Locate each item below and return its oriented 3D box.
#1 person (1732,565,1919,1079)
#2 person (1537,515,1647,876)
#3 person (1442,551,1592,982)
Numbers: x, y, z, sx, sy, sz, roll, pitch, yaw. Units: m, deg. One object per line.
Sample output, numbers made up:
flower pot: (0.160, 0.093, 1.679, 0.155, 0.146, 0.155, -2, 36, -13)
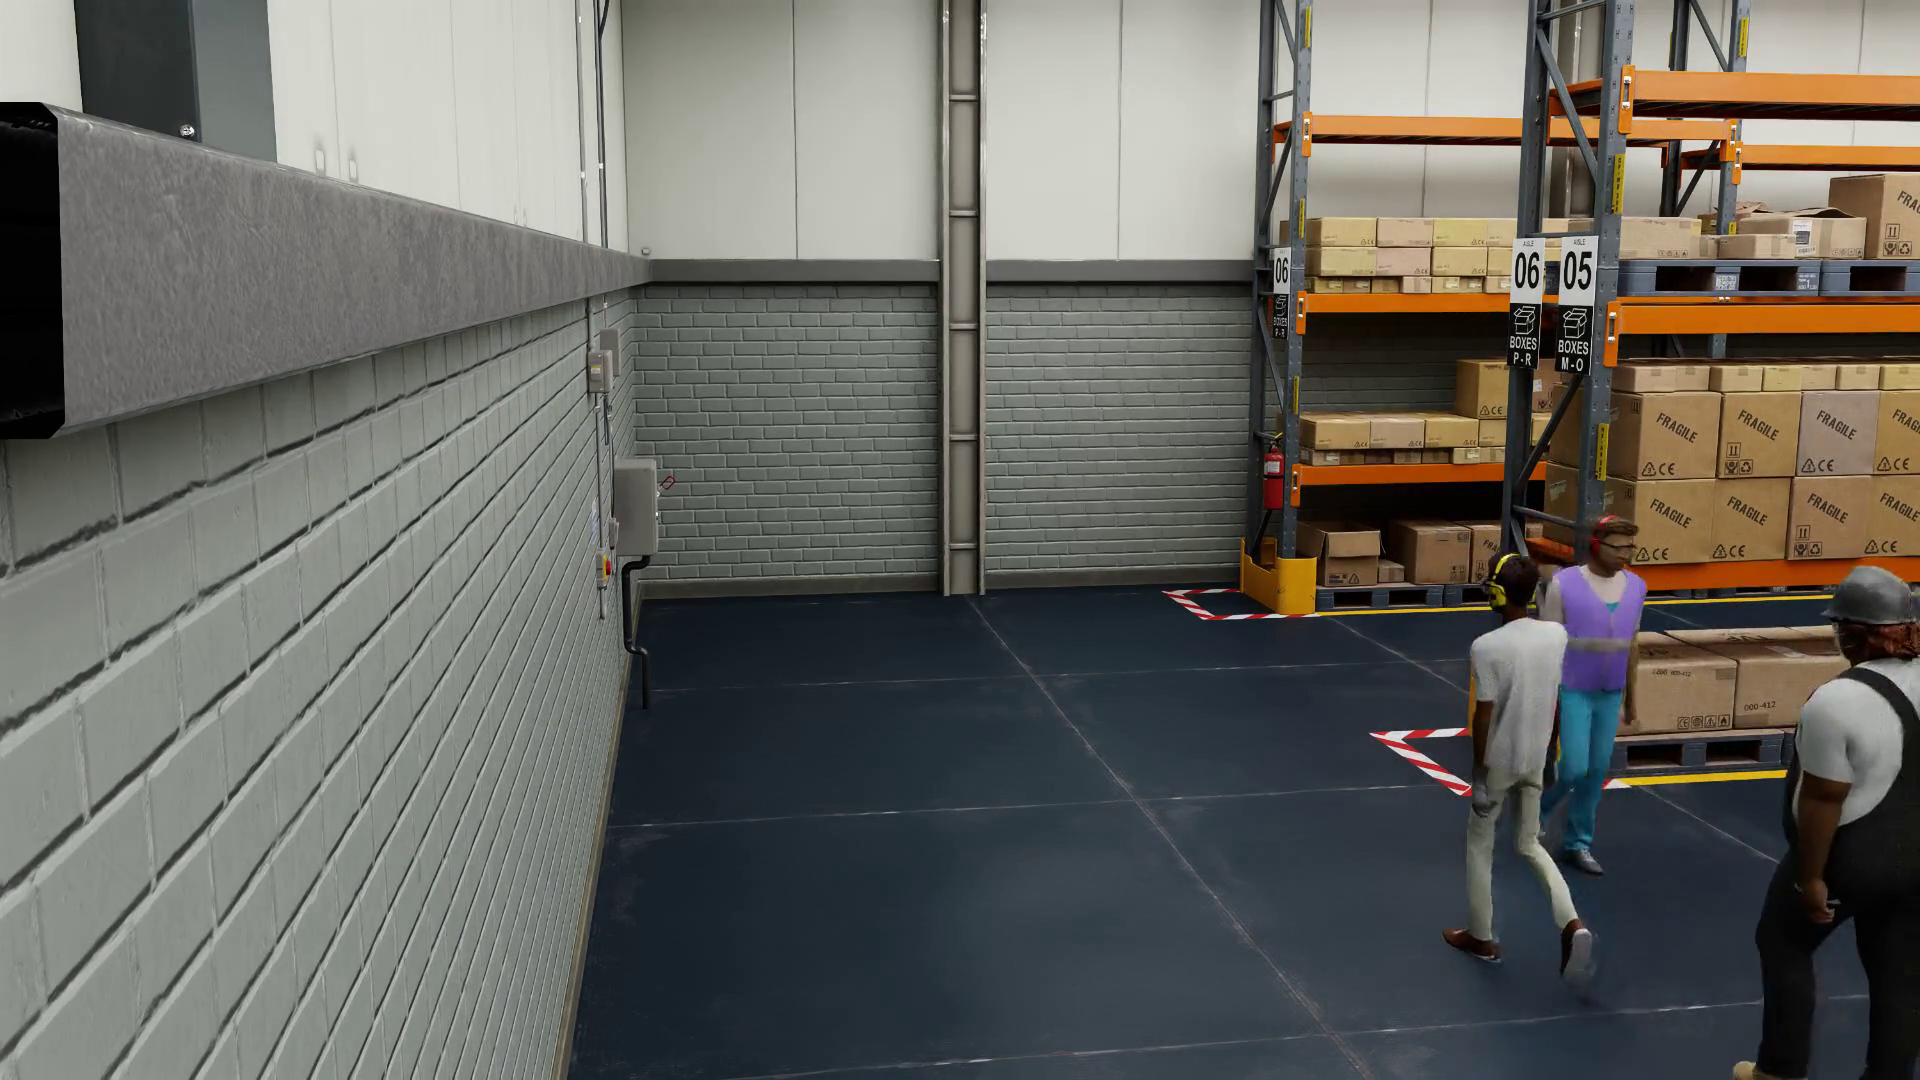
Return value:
person: (3.168, 1.064, 5.936, 0.687, 2.000, 0.671, -2, 9, -13)
person: (3.171, 0.769, 8.415, 0.601, 1.822, 0.443, -3, 10, -18)
person: (2.405, 0.967, 7.118, 0.520, 1.847, 0.712, -3, 10, -19)
